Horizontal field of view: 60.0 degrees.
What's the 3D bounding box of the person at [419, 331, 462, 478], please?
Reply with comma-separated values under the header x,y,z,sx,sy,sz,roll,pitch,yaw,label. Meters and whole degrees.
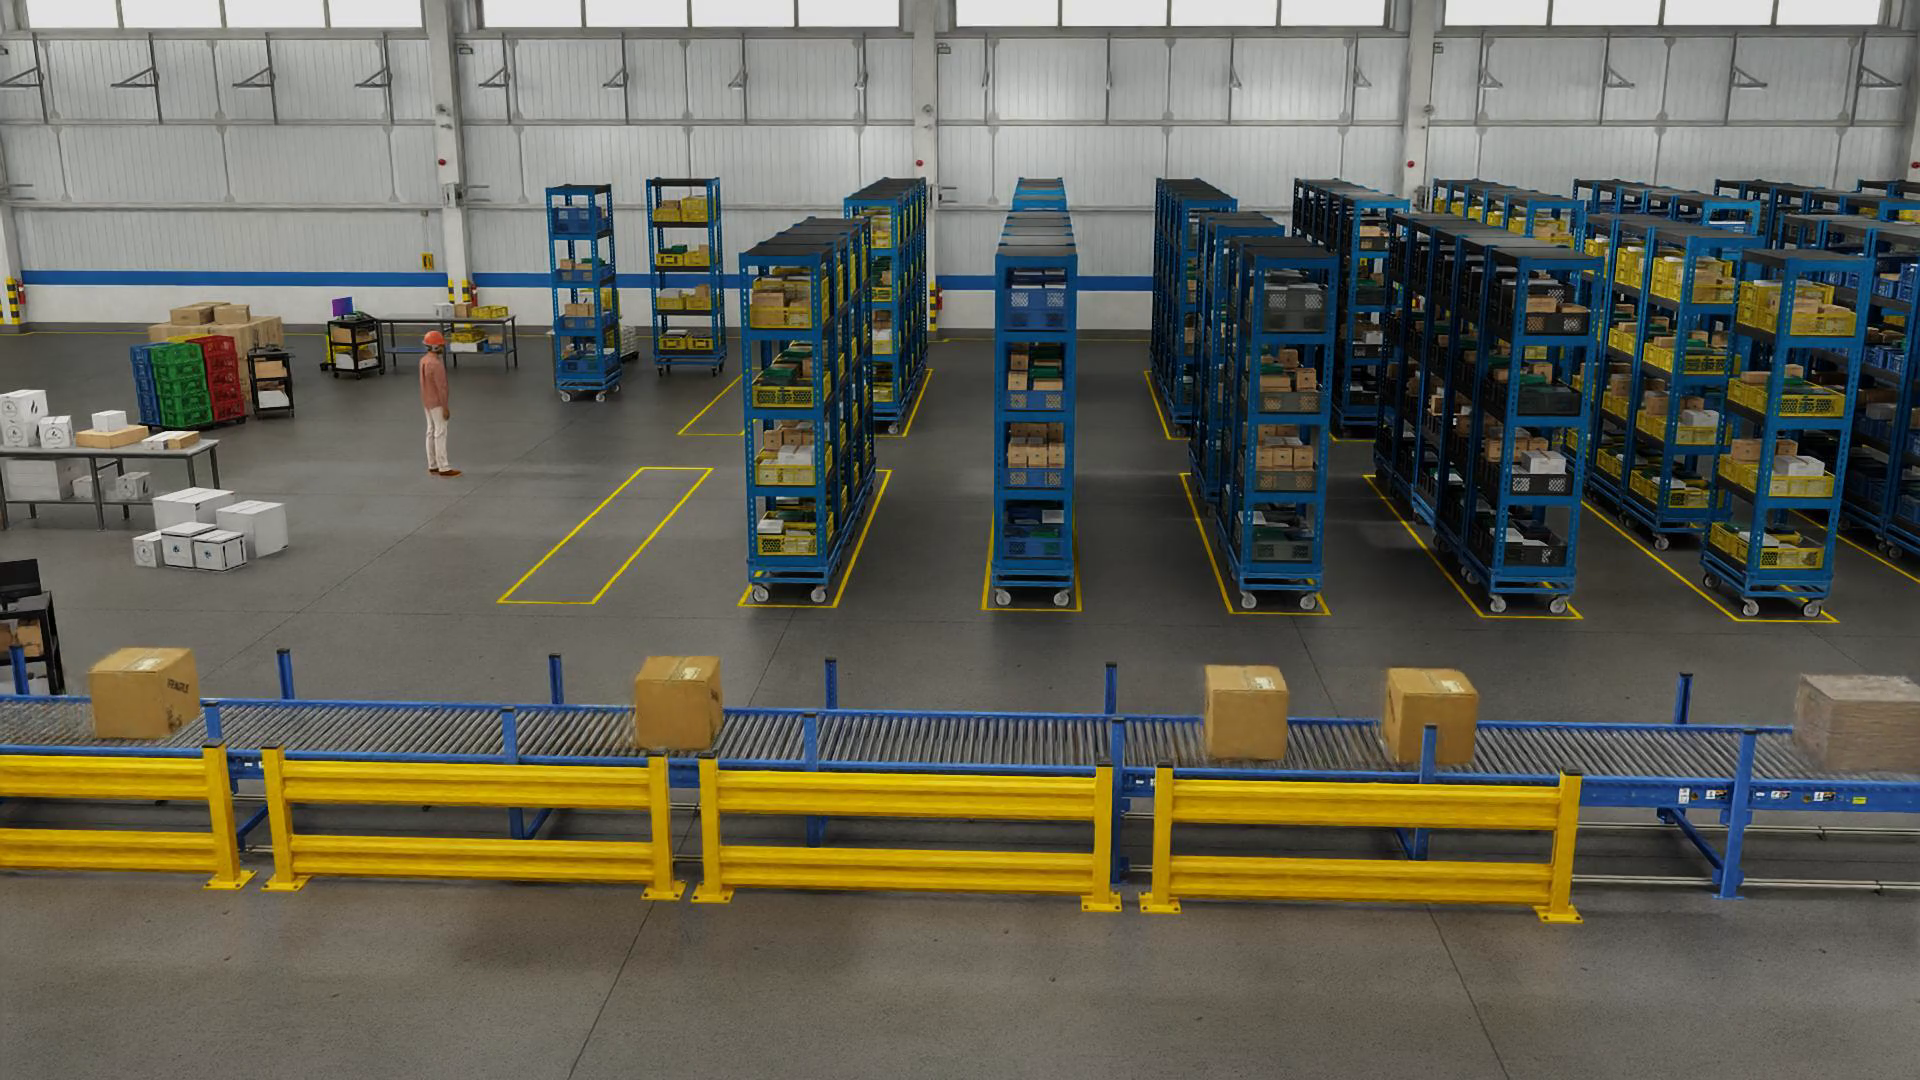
x,y,z,sx,sy,sz,roll,pitch,yaw,label
-7.100,-1.843,22.599,0.383,1.996,0.609,-13,20,-39,person
